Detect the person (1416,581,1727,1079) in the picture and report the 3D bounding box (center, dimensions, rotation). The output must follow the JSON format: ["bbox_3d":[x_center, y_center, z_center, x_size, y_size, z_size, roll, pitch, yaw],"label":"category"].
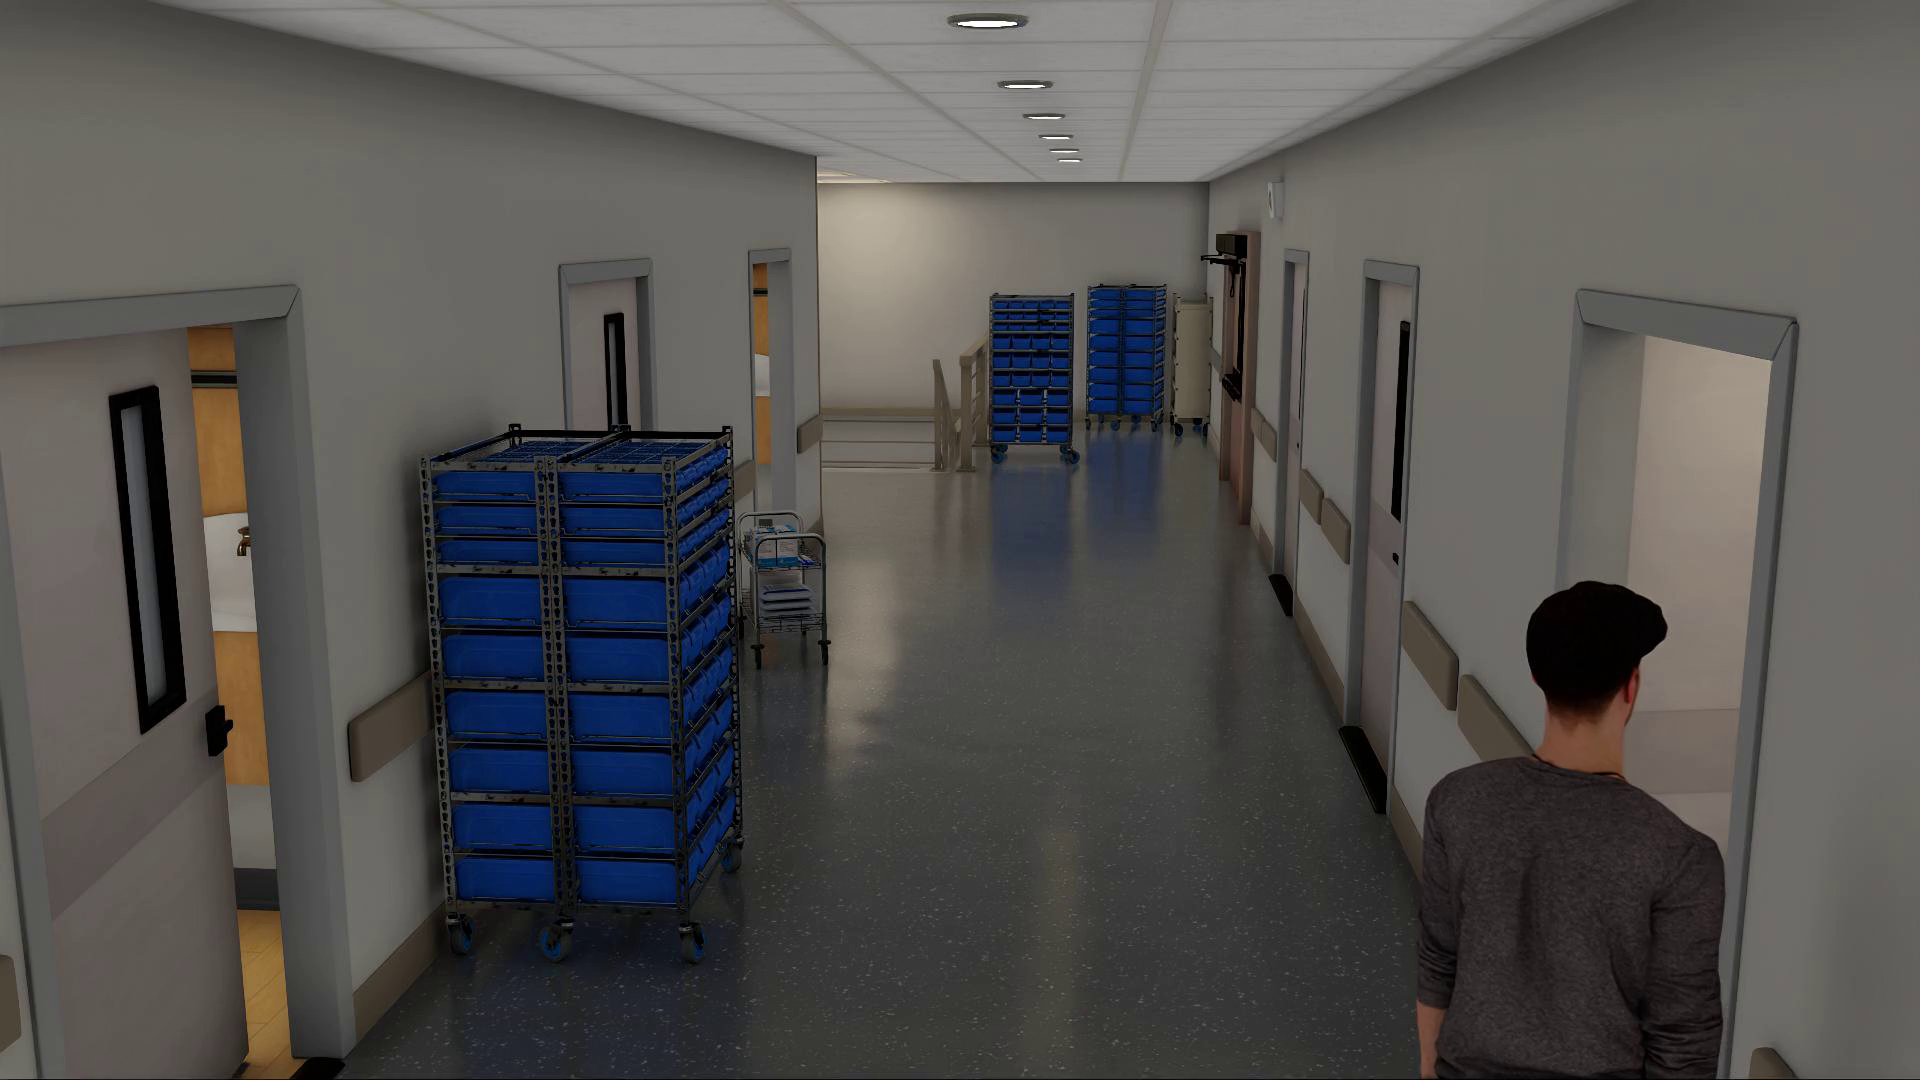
[{"bbox_3d":[0.977,1.012,2.813,0.755,1.900,0.775,9,14,39],"label":"person"}]
